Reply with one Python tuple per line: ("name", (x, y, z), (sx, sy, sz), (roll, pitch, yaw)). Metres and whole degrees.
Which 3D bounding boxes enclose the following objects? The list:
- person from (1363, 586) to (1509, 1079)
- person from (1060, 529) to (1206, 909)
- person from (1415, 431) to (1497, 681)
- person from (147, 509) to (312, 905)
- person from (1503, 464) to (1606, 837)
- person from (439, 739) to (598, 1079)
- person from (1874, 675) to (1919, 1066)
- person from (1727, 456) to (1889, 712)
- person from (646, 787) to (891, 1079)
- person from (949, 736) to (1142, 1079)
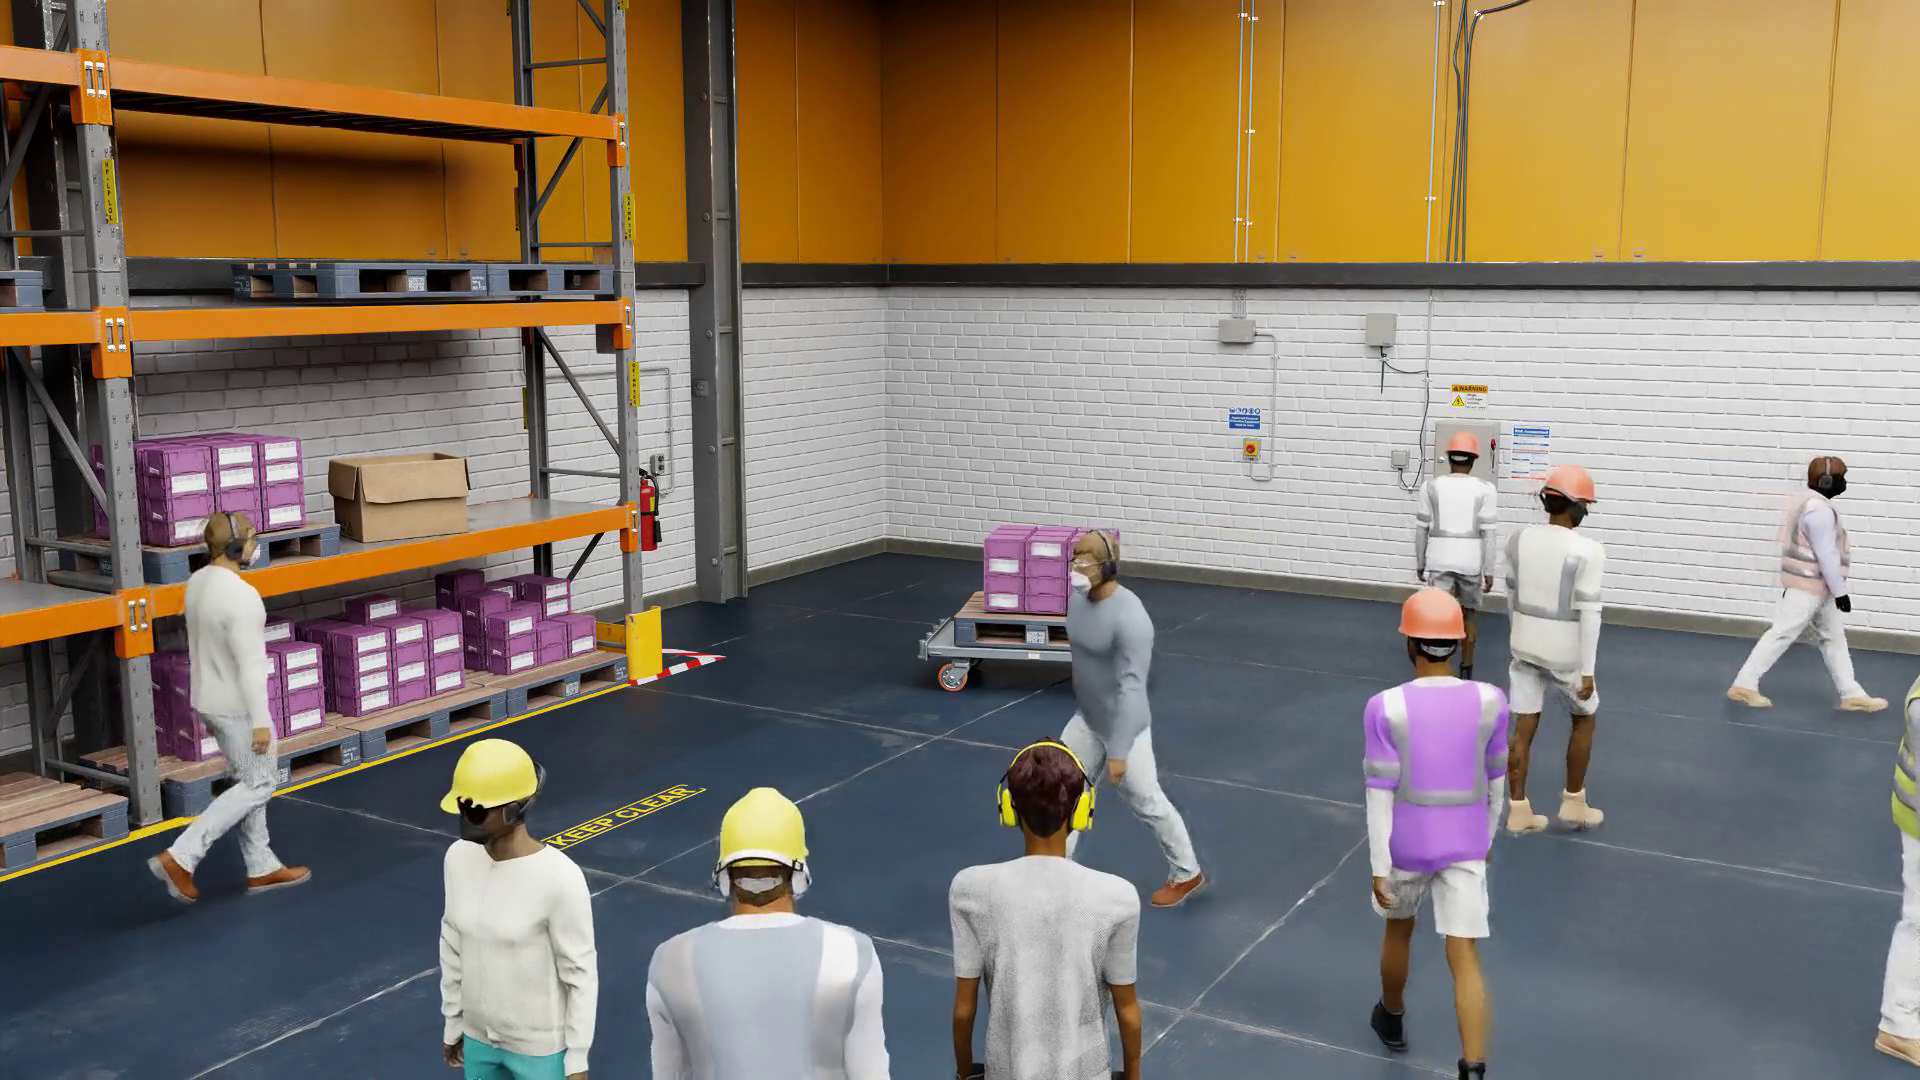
("person", (1.746, 1.120, 6.125), (0.541, 1.897, 1.019), (1, 9, 4))
("person", (0.722, 0.867, 7.731), (1.088, 1.875, 0.652), (-5, 10, -27))
("person", (3.565, 0.170, 11.990), (0.581, 1.913, 0.464), (3, 10, 20))
("person", (-3.529, 0.811, 7.937), (0.687, 1.919, 0.639), (-8, 12, -43))
("person", (3.244, 0.595, 8.996), (0.768, 2.011, 0.634), (-7, 12, -38))
("person", (-1.258, 1.410, 4.681), (0.530, 1.765, 0.326), (5, 10, 28))
("person", (3.827, 1.106, 6.384), (0.625, 1.834, 0.432), (-7, 12, -39))
("person", (5.882, 0.308, 11.506), (1.010, 1.797, 0.620), (4, 10, 23))
("person", (-0.454, 1.488, 4.151), (0.603, 1.771, 0.948), (0, 9, 1))
("person", (0.229, 1.423, 4.288), (0.509, 1.867, 0.328), (1, 9, 8))
